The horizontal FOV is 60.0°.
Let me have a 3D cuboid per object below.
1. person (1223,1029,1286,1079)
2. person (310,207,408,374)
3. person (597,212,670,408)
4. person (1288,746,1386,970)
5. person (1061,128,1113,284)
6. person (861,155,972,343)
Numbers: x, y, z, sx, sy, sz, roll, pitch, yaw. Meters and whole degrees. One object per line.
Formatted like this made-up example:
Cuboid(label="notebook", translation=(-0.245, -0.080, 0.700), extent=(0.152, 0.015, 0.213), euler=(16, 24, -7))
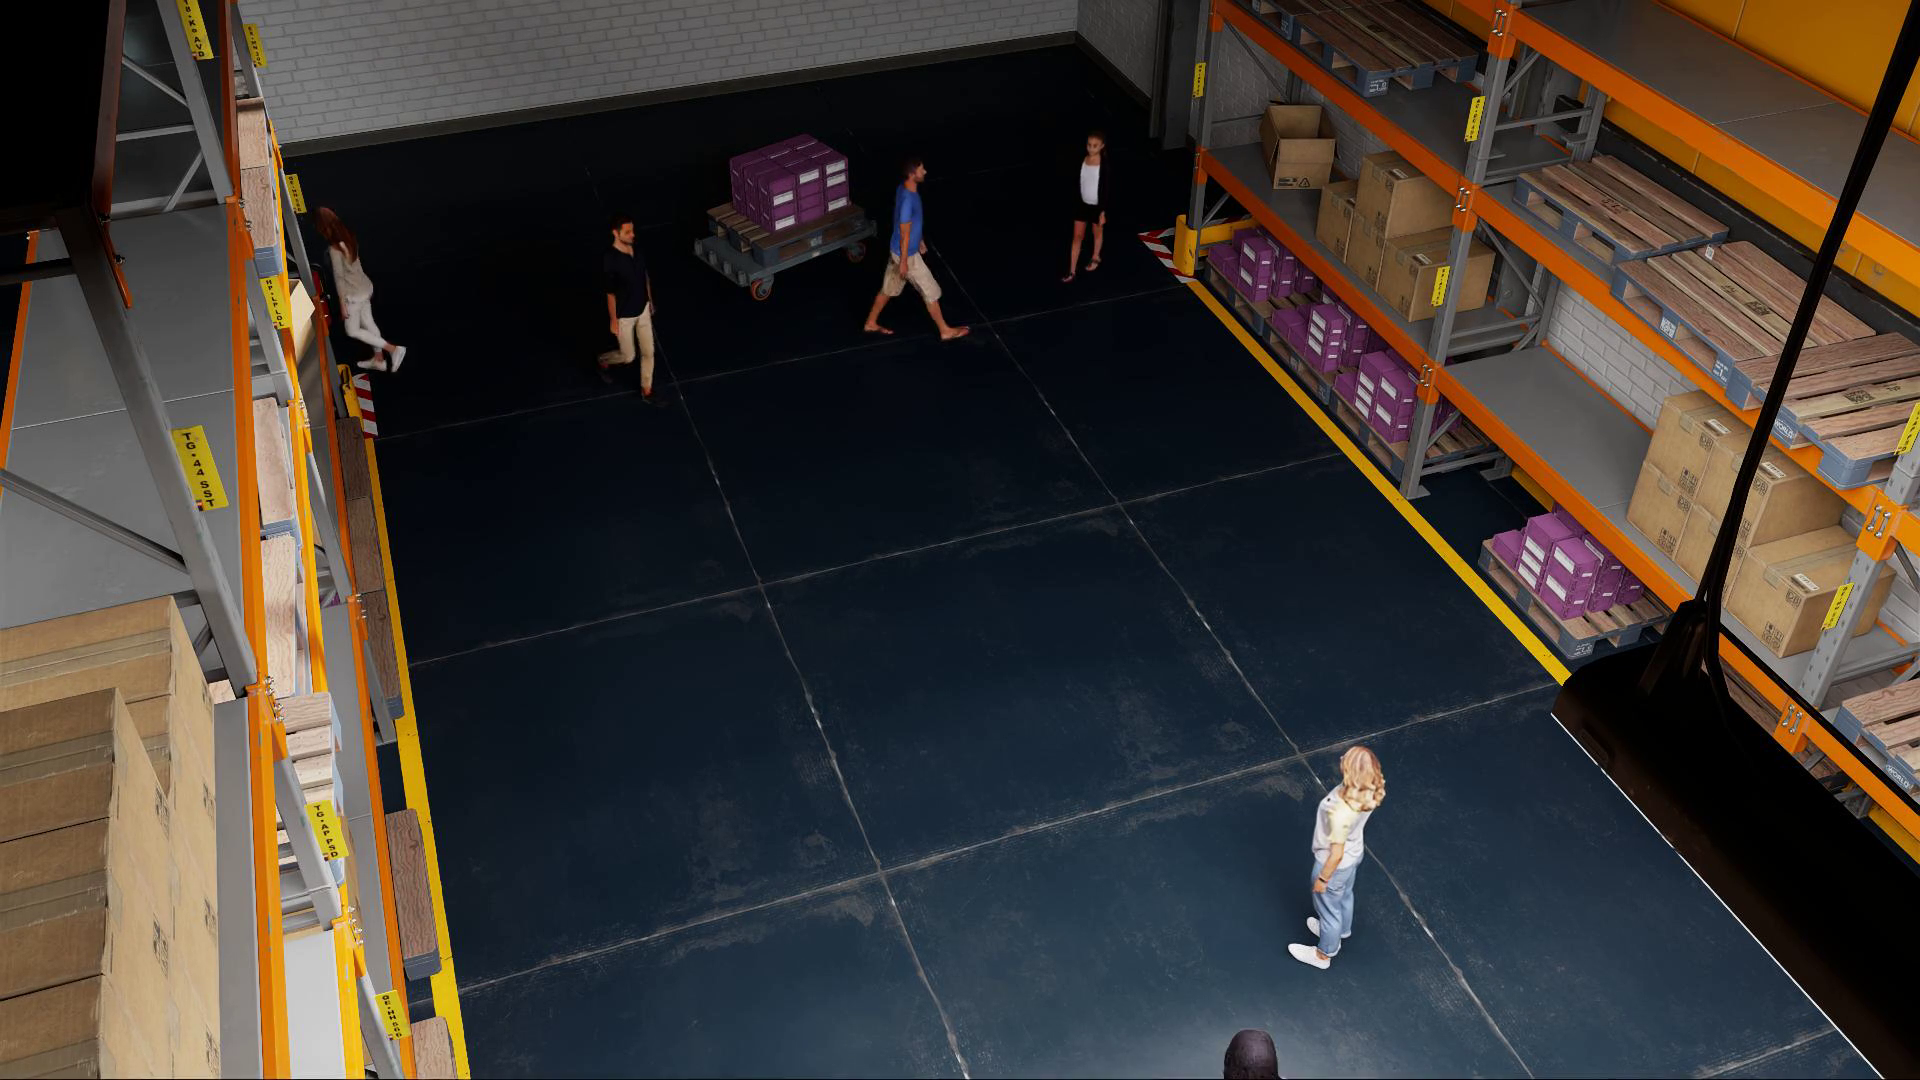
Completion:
Cuboid(label="person", translation=(1.342, 3.015, 8.047), extent=(0.626, 1.670, 1.091), euler=(-16, 41, -19))
Cuboid(label="person", translation=(-5.199, -2.136, 14.482), extent=(0.901, 1.688, 0.846), euler=(5, 39, 6))
Cuboid(label="person", translation=(-2.877, -1.975, 14.164), extent=(1.096, 1.834, 0.978), euler=(24, 45, 27))
Cuboid(label="person", translation=(2.172, 1.816, 9.506), extent=(0.732, 1.723, 0.714), euler=(25, 45, 28))
Cuboid(label="person", translation=(1.303, -3.274, 16.034), extent=(0.924, 1.530, 0.983), euler=(18, 42, 21))
Cuboid(label="person", translation=(-0.570, -2.570, 14.926), extent=(0.927, 1.812, 1.237), euler=(-3, 39, -4))
